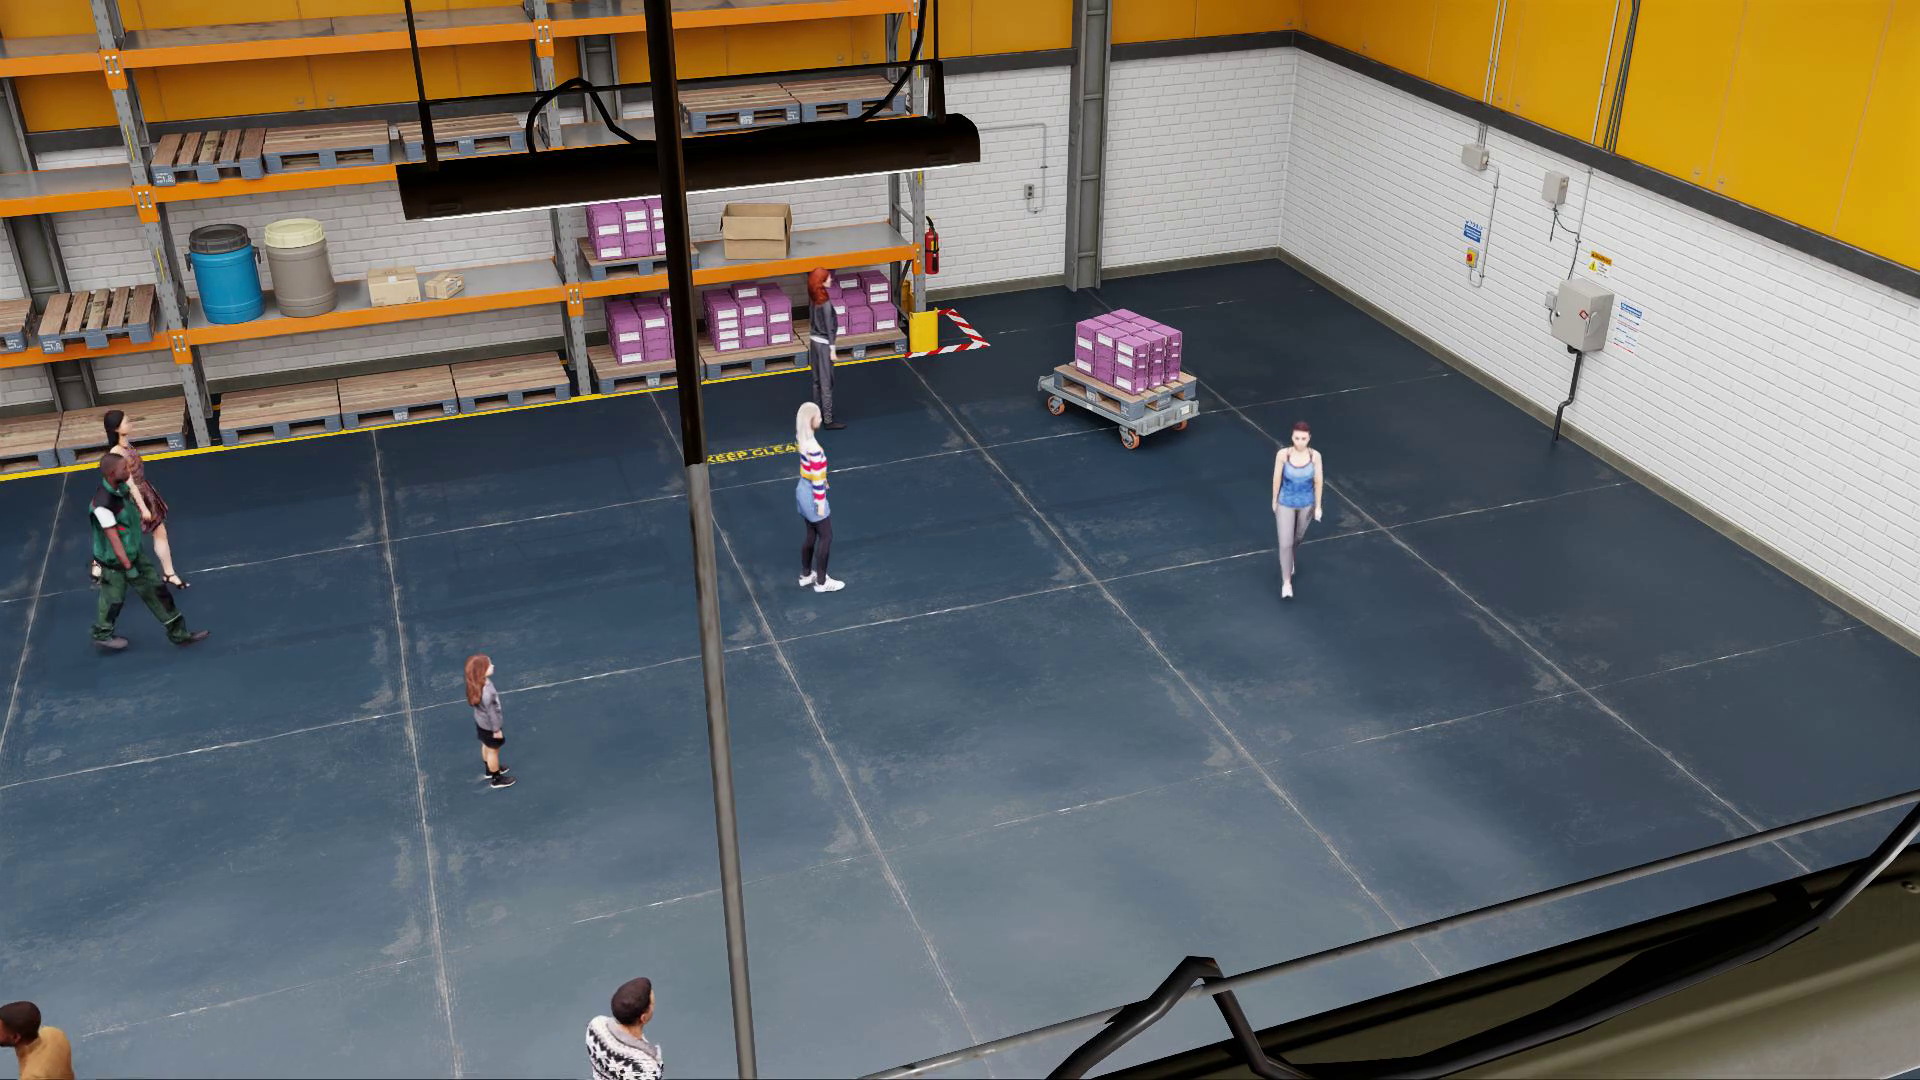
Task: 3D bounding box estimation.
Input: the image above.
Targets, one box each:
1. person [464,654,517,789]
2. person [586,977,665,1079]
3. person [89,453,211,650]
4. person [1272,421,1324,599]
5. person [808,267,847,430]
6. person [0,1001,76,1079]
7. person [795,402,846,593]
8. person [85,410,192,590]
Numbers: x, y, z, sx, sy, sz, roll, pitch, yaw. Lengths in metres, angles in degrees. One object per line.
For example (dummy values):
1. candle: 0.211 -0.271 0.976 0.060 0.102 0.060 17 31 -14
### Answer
1. person: -3.467 1.306 12.209 0.475 1.105 0.495 -14 32 -24
2. person: -1.721 2.993 8.352 1.122 1.837 1.284 18 33 29
3. person: -6.945 0.168 13.591 1.274 1.781 0.915 -3 29 -5
4. person: 2.974 -0.330 14.723 1.055 1.570 0.922 2 29 4
5. person: -1.452 -2.043 17.647 0.546 1.779 0.610 -15 32 -25
6. person: -4.404 3.020 8.338 0.825 1.804 0.689 -7 29 -12
7. person: -1.333 -0.387 14.585 0.580 1.803 0.648 -11 30 -19
8. person: -7.239 -0.276 14.433 1.019 1.753 0.638 -10 30 -17
